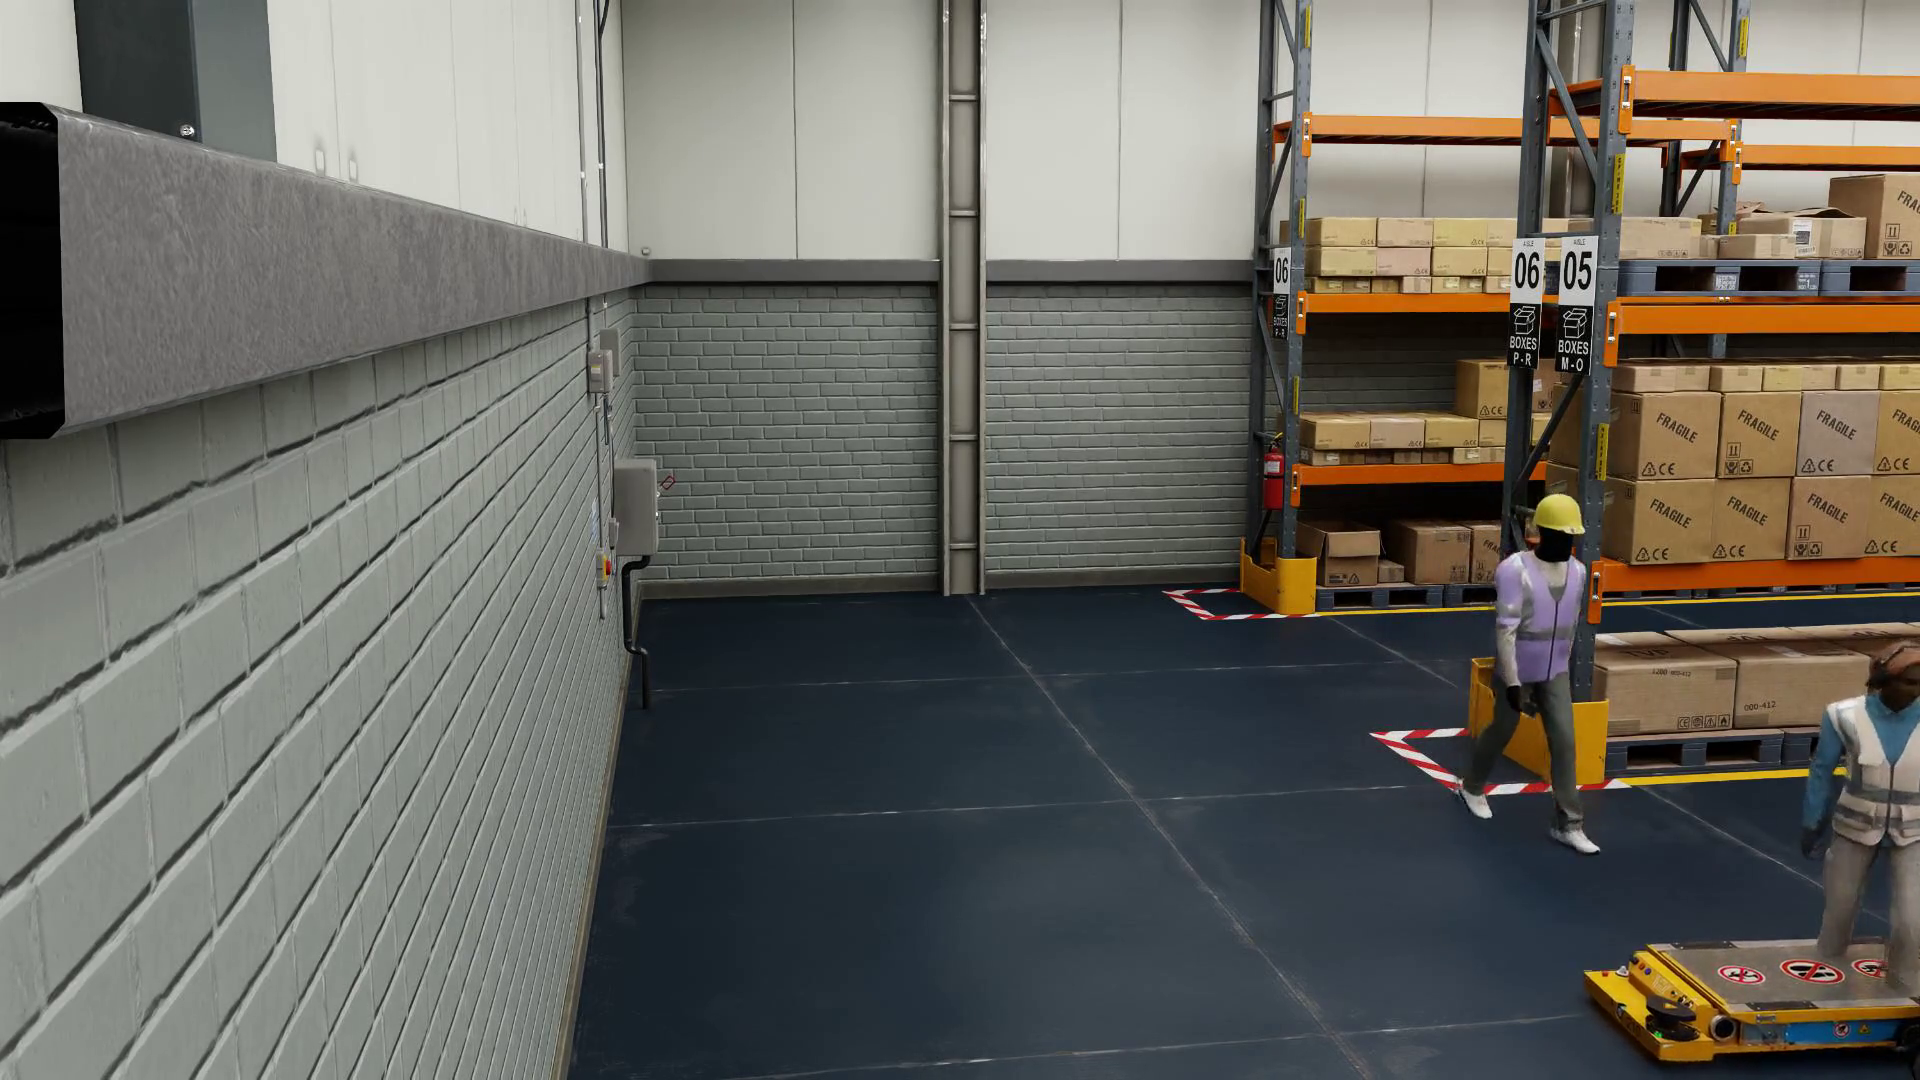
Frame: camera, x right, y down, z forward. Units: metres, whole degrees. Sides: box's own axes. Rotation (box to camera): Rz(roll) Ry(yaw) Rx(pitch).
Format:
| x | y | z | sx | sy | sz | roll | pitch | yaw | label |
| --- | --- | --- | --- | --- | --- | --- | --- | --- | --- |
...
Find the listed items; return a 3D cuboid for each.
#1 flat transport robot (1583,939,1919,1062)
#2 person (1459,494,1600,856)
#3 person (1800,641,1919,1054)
| x | y | z | sx | sy | sz | roll | pitch | yaw | label |
| --- | --- | --- | --- | --- | --- | --- | --- | --- | --- |
| 3.338 | 1.827 | 6.672 | 1.431 | 0.197 | 0.652 | -1 | 9 | -5 | flat transport robot |
| 3.066 | 0.662 | 8.937 | 0.588 | 1.877 | 0.978 | -3 | 10 | -17 | person |
| 3.638 | 1.183 | 6.545 | 0.595 | 1.609 | 0.654 | 5 | 10 | 26 | person |
